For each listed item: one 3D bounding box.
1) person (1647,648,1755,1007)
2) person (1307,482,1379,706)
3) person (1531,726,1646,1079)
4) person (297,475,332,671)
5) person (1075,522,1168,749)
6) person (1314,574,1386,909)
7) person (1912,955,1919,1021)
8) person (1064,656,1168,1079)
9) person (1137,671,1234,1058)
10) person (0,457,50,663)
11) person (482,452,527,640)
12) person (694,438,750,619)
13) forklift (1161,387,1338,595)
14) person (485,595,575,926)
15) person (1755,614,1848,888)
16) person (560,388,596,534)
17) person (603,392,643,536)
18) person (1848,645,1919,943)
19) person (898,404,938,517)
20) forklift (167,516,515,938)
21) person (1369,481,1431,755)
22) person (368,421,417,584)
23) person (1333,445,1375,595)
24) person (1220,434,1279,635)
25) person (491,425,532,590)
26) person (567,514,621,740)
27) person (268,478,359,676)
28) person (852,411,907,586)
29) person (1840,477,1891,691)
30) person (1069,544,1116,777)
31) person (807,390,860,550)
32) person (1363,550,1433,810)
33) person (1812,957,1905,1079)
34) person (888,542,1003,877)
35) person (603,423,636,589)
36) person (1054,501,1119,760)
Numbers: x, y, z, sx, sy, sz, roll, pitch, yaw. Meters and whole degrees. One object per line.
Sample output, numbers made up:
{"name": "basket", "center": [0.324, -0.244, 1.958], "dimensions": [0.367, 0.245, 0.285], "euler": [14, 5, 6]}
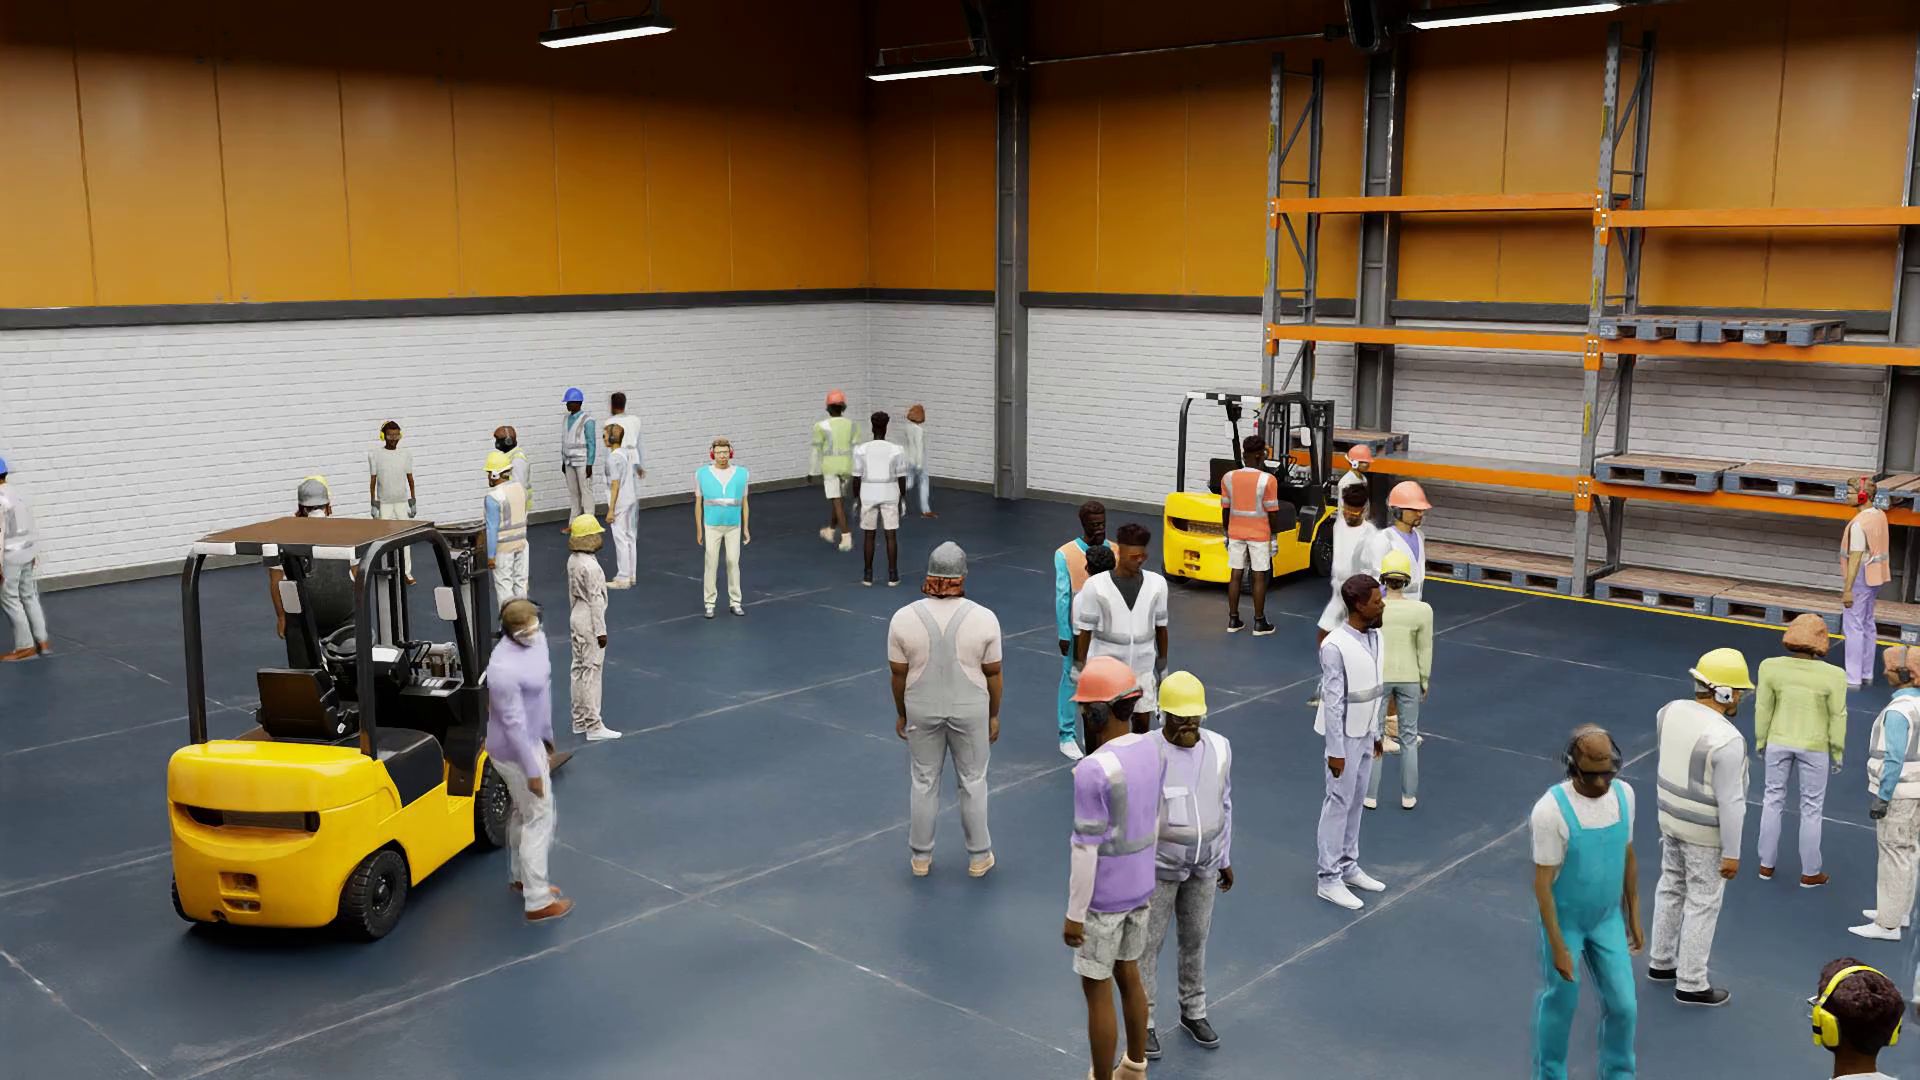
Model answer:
{"name": "person", "center": [3.691, 1.423, 8.282], "dimensions": [0.403, 1.819, 0.602], "euler": [-2, 10, -11]}
{"name": "person", "center": [3.119, 0.476, 13.372], "dimensions": [0.592, 1.920, 0.641], "euler": [-4, 11, -23]}
{"name": "person", "center": [2.651, 1.650, 7.037], "dimensions": [0.540, 1.805, 0.614], "euler": [-3, 10, -15]}
{"name": "person", "center": [-5.723, 0.300, 14.827], "dimensions": [0.313, 1.767, 0.523], "euler": [-3, 11, -18]}
{"name": "person", "center": [1.099, 0.841, 11.218], "dimensions": [0.646, 1.954, 0.383], "euler": [-2, 10, -9]}
{"name": "person", "center": [2.262, 1.136, 9.617], "dimensions": [0.392, 1.921, 0.591], "euler": [7, 12, 36]}
{"name": "person", "center": [3.983, 1.781, 6.498], "dimensions": [0.498, 1.727, 0.430], "euler": [-4, 11, -21]}
{"name": "person", "center": [0.639, 1.504, 7.221], "dimensions": [0.411, 2.032, 0.613], "euler": [7, 12, 36]}
{"name": "person", "center": [1.020, 1.502, 7.785], "dimensions": [0.600, 1.831, 0.404], "euler": [-4, 11, -20]}
{"name": "person", "center": [-8.653, 0.160, 15.192], "dimensions": [0.449, 1.921, 0.693], "euler": [-1, 10, -5]}
{"name": "person", "center": [-4.396, 0.058, 16.049], "dimensions": [0.404, 1.824, 0.586], "euler": [3, 11, 19]}
{"name": "person", "center": [-2.429, -0.127, 17.028], "dimensions": [0.565, 1.843, 0.390], "euler": [-3, 10, -18]}
{"name": "forklift", "center": [3.298, -0.608, 18.767], "dimensions": [1.214, 2.155, 2.313], "euler": [9, 13, 42]}
{"name": "person", "center": [-2.408, 1.201, 9.334], "dimensions": [0.487, 1.890, 0.665], "euler": [-1, 10, -5]}
{"name": "person", "center": [4.968, 1.237, 9.856], "dimensions": [0.498, 1.633, 0.278], "euler": [9, 13, 40]}
{"name": "person", "center": [-5.024, -1.027, 21.852], "dimensions": [0.604, 1.949, 0.389], "euler": [8, 13, 38]}
{"name": "person", "center": [-4.384, -0.970, 21.666], "dimensions": [0.431, 1.913, 0.603], "euler": [7, 12, 35]}
{"name": "person", "center": [5.116, 1.374, 9.073], "dimensions": [0.307, 1.637, 0.511], "euler": [9, 13, 42]}
{"name": "person", "center": [-0.674, -1.092, 23.184], "dimensions": [0.714, 1.605, 0.507], "euler": [-5, 11, -27]}
{"name": "forklift", "center": [-3.583, 0.976, 9.748], "dimensions": [1.214, 2.155, 2.313], "euler": [2, 10, 11]}
{"name": "person", "center": [3.312, 0.571, 12.481], "dimensions": [0.605, 2.045, 0.379], "euler": [-10, 14, -44]}
{"name": "person", "center": [-6.332, -0.407, 18.589], "dimensions": [0.509, 1.860, 0.334], "euler": [-6, 12, -33]}
{"name": "person", "center": [4.105, -0.124, 17.292], "dimensions": [0.357, 1.744, 0.564], "euler": [7, 12, 34]}
{"name": "person", "center": [2.838, -0.051, 16.250], "dimensions": [0.604, 1.965, 0.367], "euler": [7, 12, 34]}
{"name": "person", "center": [-4.948, -0.353, 18.360], "dimensions": [0.429, 1.833, 0.630], "euler": [-5, 11, -28]}
{"name": "person", "center": [-2.844, 0.664, 12.805], "dimensions": [0.288, 1.746, 0.487], "euler": [-7, 12, -35]}
{"name": "person", "center": [-4.867, 0.540, 12.669], "dimensions": [0.673, 2.000, 0.535], "euler": [-7, 12, -33]}
{"name": "person", "center": [-0.895, -0.460, 18.583], "dimensions": [0.612, 1.962, 0.367], "euler": [0, 10, 0]}
{"name": "person", "center": [7.699, 0.378, 14.188], "dimensions": [0.566, 1.835, 0.382], "euler": [-9, 13, -42]}
{"name": "person", "center": [0.996, 0.869, 11.798], "dimensions": [0.530, 1.689, 0.321], "euler": [-9, 13, -40]}
{"name": "person", "center": [-1.566, -0.883, 20.952], "dimensions": [0.615, 1.992, 1.069], "euler": [-7, 12, -34]}
{"name": "person", "center": [2.891, 0.944, 11.153], "dimensions": [0.524, 1.769, 0.308], "euler": [1, 10, 3]}
{"name": "person", "center": [2.390, 2.059, 4.563], "dimensions": [0.510, 1.855, 0.324], "euler": [-2, 10, -11]}
{"name": "person", "center": [-0.074, 1.008, 10.006], "dimensions": [0.679, 2.000, 0.537], "euler": [1, 10, 6]}
{"name": "person", "center": [-3.784, -0.375, 18.435], "dimensions": [0.348, 1.847, 0.505], "euler": [2, 10, 10]}
{"name": "person", "center": [0.951, 0.653, 12.384], "dimensions": [0.589, 1.917, 0.398], "euler": [-7, 12, -34]}
